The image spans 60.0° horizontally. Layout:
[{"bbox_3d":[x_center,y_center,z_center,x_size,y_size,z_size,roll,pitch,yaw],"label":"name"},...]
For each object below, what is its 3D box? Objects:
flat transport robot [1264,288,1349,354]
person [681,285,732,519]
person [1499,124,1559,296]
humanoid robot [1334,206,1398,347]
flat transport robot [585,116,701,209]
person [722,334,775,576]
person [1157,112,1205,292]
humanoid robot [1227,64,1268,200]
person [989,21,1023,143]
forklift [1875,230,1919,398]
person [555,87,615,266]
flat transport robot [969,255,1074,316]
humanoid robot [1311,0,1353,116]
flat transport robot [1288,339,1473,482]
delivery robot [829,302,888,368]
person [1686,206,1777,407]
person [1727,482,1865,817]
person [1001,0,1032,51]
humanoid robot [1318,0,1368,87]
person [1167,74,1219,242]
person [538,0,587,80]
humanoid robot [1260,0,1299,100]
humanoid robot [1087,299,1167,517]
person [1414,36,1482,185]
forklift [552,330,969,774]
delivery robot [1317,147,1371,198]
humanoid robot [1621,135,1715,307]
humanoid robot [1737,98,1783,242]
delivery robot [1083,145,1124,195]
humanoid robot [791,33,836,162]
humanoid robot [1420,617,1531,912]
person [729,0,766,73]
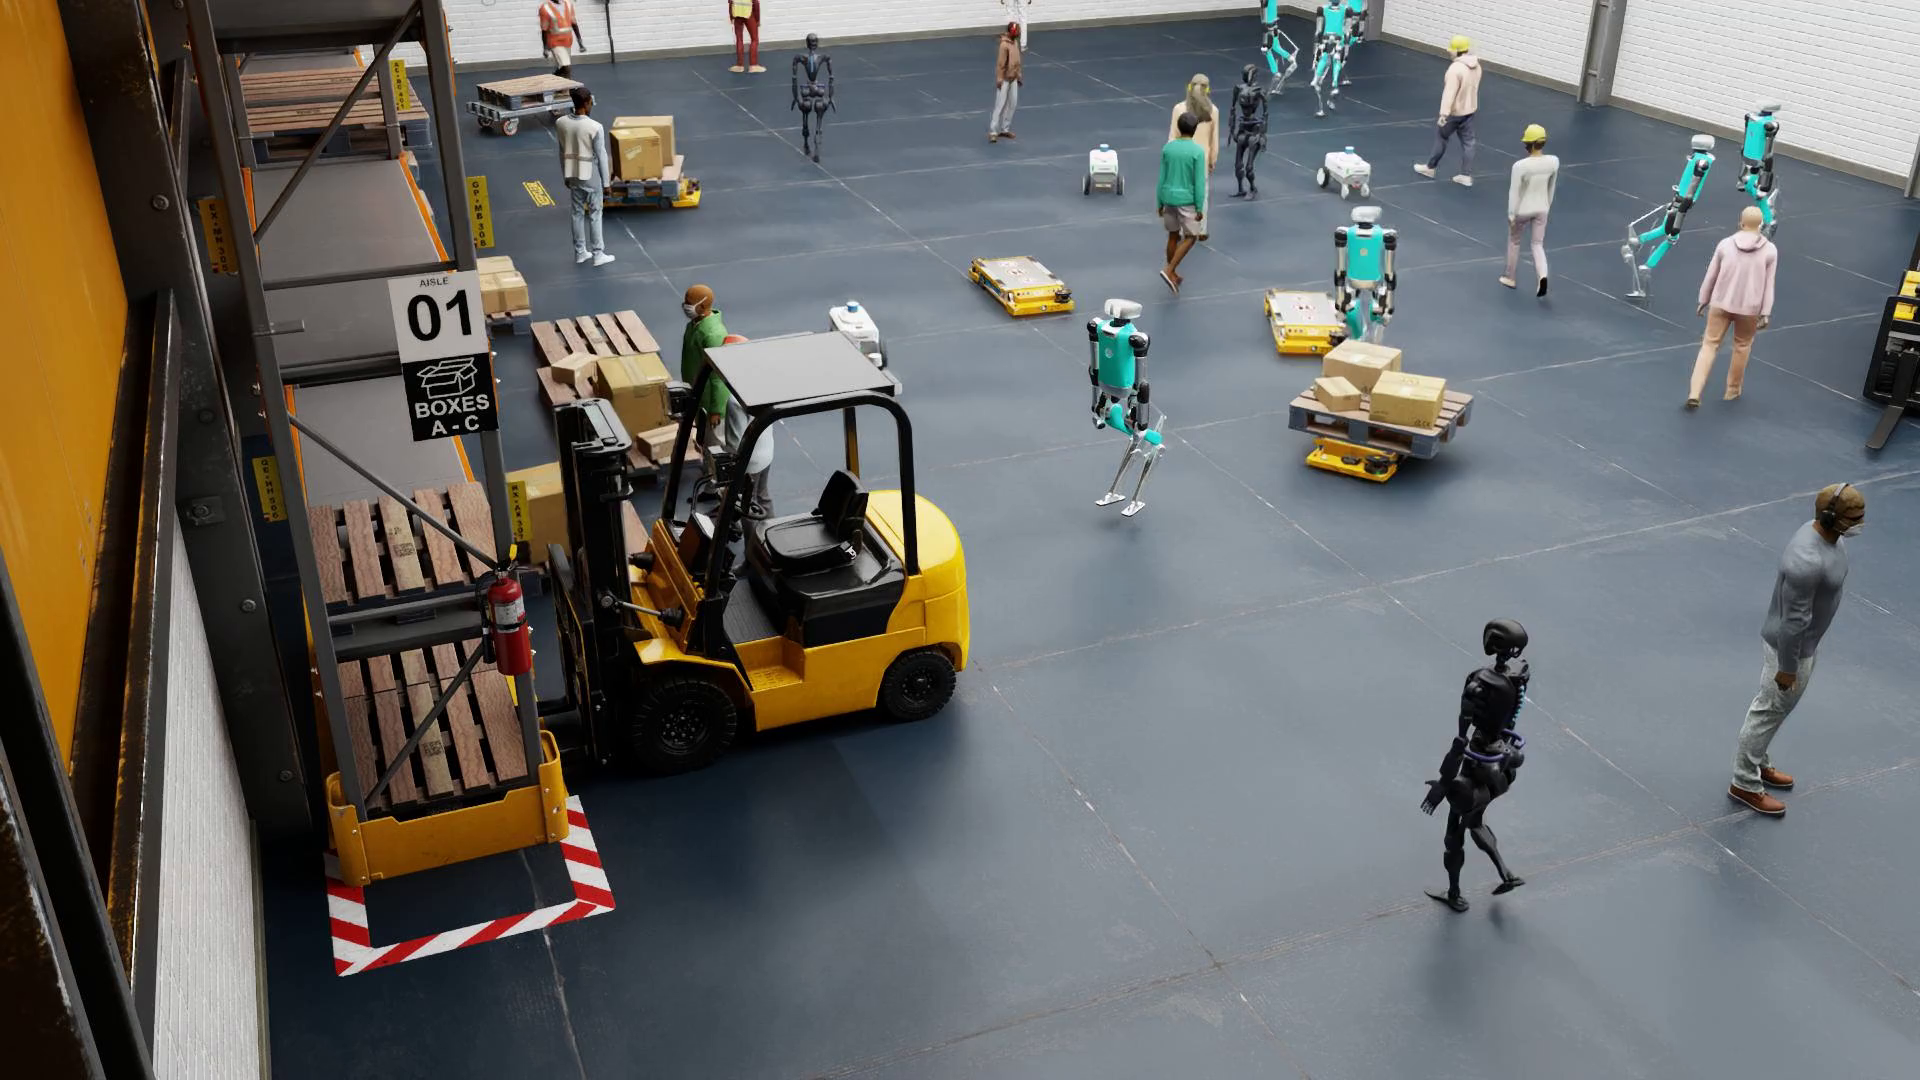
[{"bbox_3d":[3.370,-2.143,16.250,0.659,0.231,1.431,2,27,3],"label":"flat transport robot"},{"bbox_3d":[-1.872,-1.040,12.371,0.383,1.783,0.539,-13,30,-25],"label":"person"},{"bbox_3d":[5.867,-3.368,17.045,0.528,1.733,0.732,-3,27,-6],"label":"person"},{"bbox_3d":[3.595,-2.126,14.620,0.566,1.769,0.933,11,29,22],"label":"humanoid robot"},{"bbox_3d":[-3.928,-4.260,20.461,1.431,0.231,0.659,-2,27,-4],"label":"flat transport robot"},{"bbox_3d":[-1.479,-0.586,11.516,0.352,1.740,0.571,7,28,14],"label":"person"},{"bbox_3d":[2.239,-3.458,17.123,0.537,1.827,0.580,17,31,30],"label":"person"},{"bbox_3d":[3.537,-4.990,20.345,0.589,1.639,0.360,24,35,39],"label":"humanoid robot"},{"bbox_3d":[0.600,-6.399,23.213,0.303,1.612,0.671,18,32,31],"label":"person"},{"bbox_3d":[9.029,-2.397,14.618,1.214,2.155,2.313,18,32,32],"label":"forklift"},{"bbox_3d":[-4.043,-3.908,17.942,0.598,1.909,0.400,11,29,21],"label":"person"},{"bbox_3d":[0.624,-2.656,17.270,0.659,0.231,1.431,-8,28,-16],"label":"flat transport robot"},{"bbox_3d":[5.428,-7.117,24.500,0.548,1.729,0.961,9,28,17],"label":"humanoid robot"},{"bbox_3d":[3.441,-0.857,13.693,0.659,0.231,1.431,16,31,29],"label":"flat transport robot"},{"bbox_3d":[-0.983,-1.898,15.464,0.499,0.612,0.816,-7,28,-13],"label":"delivery robot"},{"bbox_3d":[6.644,-1.984,14.290,0.588,1.756,0.766,14,30,26],"label":"person"},{"bbox_3d":[4.521,0.567,9.003,0.352,1.937,0.634,17,31,30],"label":"person"},{"bbox_3d":[0.986,-9.555,29.199,0.574,1.882,0.356,0,27,0],"label":"person"},{"bbox_3d":[6.045,-8.041,26.456,0.820,1.875,0.548,-11,29,-21],"label":"humanoid robot"},{"bbox_3d":[2.618,-4.280,18.725,0.582,1.871,0.382,-1,27,-2],"label":"person"},{"bbox_3d":[-6.026,-7.495,25.066,0.970,1.918,0.609,17,31,30],"label":"person"},{"bbox_3d":[4.936,-7.595,25.567,0.740,1.881,0.545,14,30,25],"label":"humanoid robot"},{"bbox_3d":[1.297,-1.013,12.218,0.735,1.677,0.533,-23,35,-38],"label":"humanoid robot"},{"bbox_3d":[6.274,-5.495,21.181,0.852,1.820,0.908,-17,31,-30],"label":"person"},{"bbox_3d":[-1.094,0.010,9.831,2.313,2.155,1.214,-10,28,-20],"label":"forklift"},{"bbox_3d":[4.855,-4.629,20.896,0.499,0.613,0.816,-5,27,-10],"label":"delivery robot"},{"bbox_3d":[7.016,-3.149,16.758,0.824,1.879,0.535,9,28,17],"label":"humanoid robot"},{"bbox_3d":[8.816,-3.863,18.159,0.714,1.891,0.534,-3,27,-6],"label":"humanoid robot"},{"bbox_3d":[1.807,-4.657,20.947,0.499,0.608,0.798,1,27,3],"label":"delivery robot"},{"bbox_3d":[-1.968,-5.952,22.292,0.609,1.621,0.720,-1,27,-3],"label":"humanoid robot"},{"bbox_3d":[2.585,1.146,8.144,0.603,1.650,0.461,-21,33,-35],"label":"humanoid robot"},{"bbox_3d":[-3.586,-8.620,27.499,0.634,1.749,0.365,5,27,10],"label":"person"}]
